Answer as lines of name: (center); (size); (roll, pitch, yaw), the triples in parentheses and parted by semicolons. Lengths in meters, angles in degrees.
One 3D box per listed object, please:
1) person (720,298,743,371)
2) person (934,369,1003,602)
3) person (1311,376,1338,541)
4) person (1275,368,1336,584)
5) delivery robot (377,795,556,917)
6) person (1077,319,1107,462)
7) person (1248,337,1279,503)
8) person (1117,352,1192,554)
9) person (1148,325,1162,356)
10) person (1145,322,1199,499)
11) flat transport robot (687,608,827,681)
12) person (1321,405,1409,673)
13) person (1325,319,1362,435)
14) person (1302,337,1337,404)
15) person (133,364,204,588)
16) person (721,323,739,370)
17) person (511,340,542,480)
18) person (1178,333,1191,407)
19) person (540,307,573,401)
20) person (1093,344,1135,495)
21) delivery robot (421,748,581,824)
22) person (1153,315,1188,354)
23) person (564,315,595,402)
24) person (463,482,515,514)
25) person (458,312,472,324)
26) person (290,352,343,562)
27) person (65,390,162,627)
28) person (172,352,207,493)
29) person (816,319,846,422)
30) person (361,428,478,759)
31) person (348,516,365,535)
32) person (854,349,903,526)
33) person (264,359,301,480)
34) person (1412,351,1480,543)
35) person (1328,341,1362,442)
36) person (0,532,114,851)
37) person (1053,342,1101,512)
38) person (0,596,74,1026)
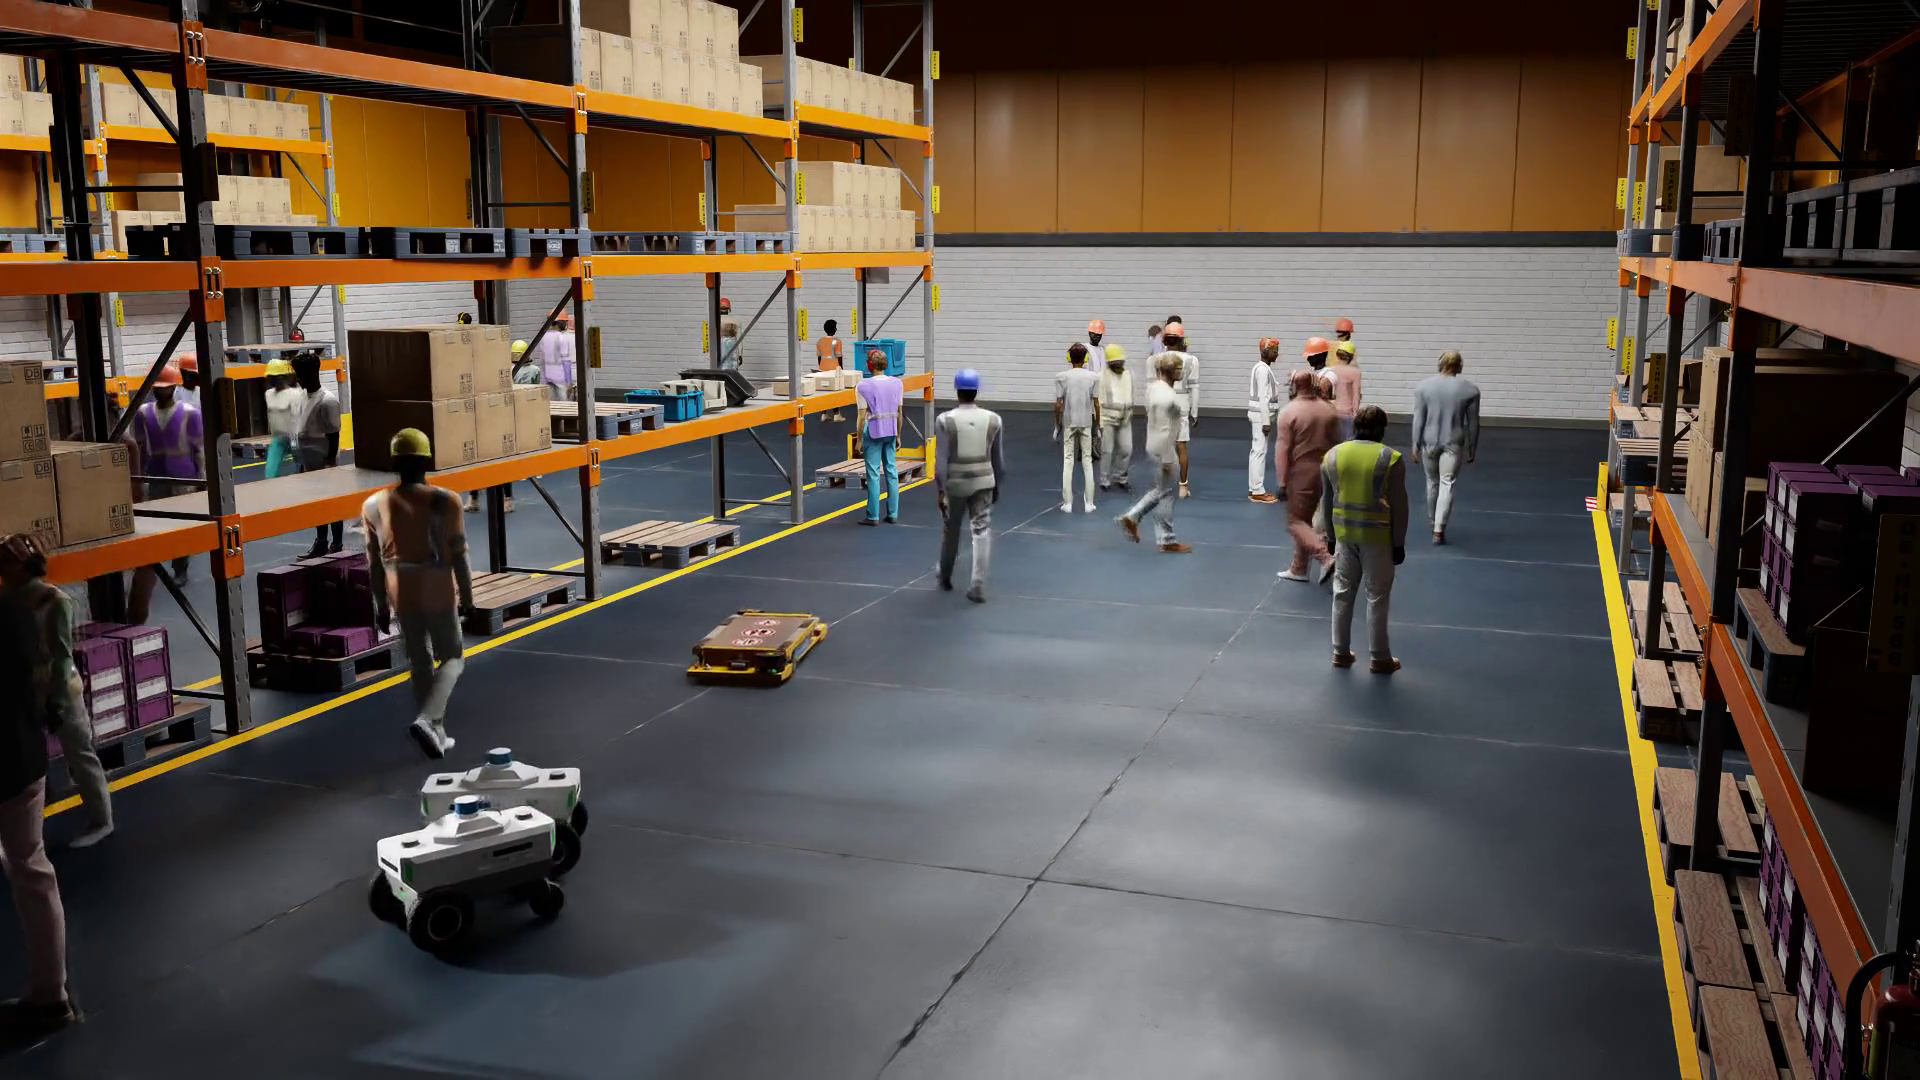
person: (-4.128, -3.263, 29.321); (0.609, 1.996, 0.379); (-2, 10, -11)
person: (0.053, -0.479, 13.914); (0.635, 1.893, 0.992); (-3, 10, -15)
person: (3.560, -0.800, 16.454); (0.309, 1.641, 0.515); (7, 12, 34)
person: (3.005, -0.525, 14.233); (0.671, 1.877, 0.690); (-8, 13, -36)
delivery robot: (-2.113, 1.345, 7.164); (0.707, 0.478, 0.477); (-9, 13, -40)
person: (1.807, -2.015, 22.469); (0.375, 1.934, 0.547); (10, 14, 43)
person: (3.462, -1.370, 18.973); (0.354, 1.886, 0.572); (1, 10, 5)
person: (1.872, -0.822, 15.778); (0.614, 1.928, 0.633); (1, 10, 5)
person: (3.270, -2.763, 27.596); (0.298, 1.611, 0.726); (2, 10, 11)
person: (2.447, -1.491, 19.217); (0.613, 2.039, 0.393); (1, 10, 8)
flat transport robot: (-1.408, 0.724, 11.724); (0.652, 0.197, 1.431); (1, 10, 7)
person: (2.795, -0.008, 11.443); (0.623, 1.839, 0.429); (8, 13, 39)
person: (5.393, -2.177, 23.534); (1.016, 1.882, 0.567); (-7, 12, -33)
person: (3.889, -1.255, 18.199); (0.365, 1.932, 0.543); (-3, 10, -15)
person: (-6.806, -0.572, 14.379); (0.560, 1.923, 0.640); (-2, 10, -9)
person: (-3.727, -2.800, 27.736); (0.633, 1.617, 0.545); (-3, 11, -17)
person: (-5.453, -1.618, 20.769); (0.483, 1.745, 0.300); (-10, 14, -43)
person: (2.888, -1.926, 22.476); (0.552, 1.745, 0.438); (-9, 14, -42)
person: (-5.748, -2.321, 23.884); (0.614, 2.041, 0.390); (9, 13, 40)
person: (1.791, -1.405, 19.432); (0.611, 1.790, 0.557); (-5, 11, -26)
delivery robot: (-2.160, 1.225, 7.843); (0.707, 0.478, 0.477); (-1, 10, -8)
person: (3.388, -2.573, 25.908); (0.660, 1.822, 0.713); (-8, 13, -38)
person: (-5.723, -2.373, 24.605); (0.653, 1.897, 0.403); (-6, 12, -29)
person: (-5.209, -1.101, 18.091); (0.547, 1.659, 0.563); (7, 12, 33)
person: (-7.751, -2.639, 26.163); (0.329, 1.873, 0.512); (3, 10, 16)
person: (-5.882, -0.740, 15.219); (0.603, 1.958, 0.380); (9, 14, 43)
person: (-6.096, -0.141, 12.029); (0.670, 1.887, 0.555); (3, 10, 16)
person: (-7.369, -0.846, 15.983); (0.606, 1.909, 0.545); (1, 10, 5)
person: (-2.138, -2.799, 27.551); (0.532, 1.696, 0.319); (7, 12, 34)
person: (-3.044, 0.328, 9.361); (0.625, 1.900, 0.572); (1, 10, 5)
person: (-5.765, -0.941, 16.810); (0.968, 1.798, 0.530); (-2, 10, -10)
person: (-0.839, -1.062, 17.335); (0.567, 1.850, 0.389); (-7, 12, -36)
person: (-7.239, -1.073, 17.778); (0.540, 1.704, 0.915); (4, 11, 24)
person: (4.832, -0.936, 16.563); (0.640, 1.877, 1.041); (4, 11, 21)
person: (4.748, -1.594, 20.664); (0.540, 1.728, 0.820); (6, 12, 31)
person: (-4.377, 0.759, 7.791); (0.536, 1.582, 0.860); (3, 11, 19)
person: (1.285, -1.228, 18.232); (0.534, 1.864, 0.310); (0, 10, 2)
person: (-3.698, 0.864, 6.166); (0.770, 1.965, 0.619); (3, 10, 15)
